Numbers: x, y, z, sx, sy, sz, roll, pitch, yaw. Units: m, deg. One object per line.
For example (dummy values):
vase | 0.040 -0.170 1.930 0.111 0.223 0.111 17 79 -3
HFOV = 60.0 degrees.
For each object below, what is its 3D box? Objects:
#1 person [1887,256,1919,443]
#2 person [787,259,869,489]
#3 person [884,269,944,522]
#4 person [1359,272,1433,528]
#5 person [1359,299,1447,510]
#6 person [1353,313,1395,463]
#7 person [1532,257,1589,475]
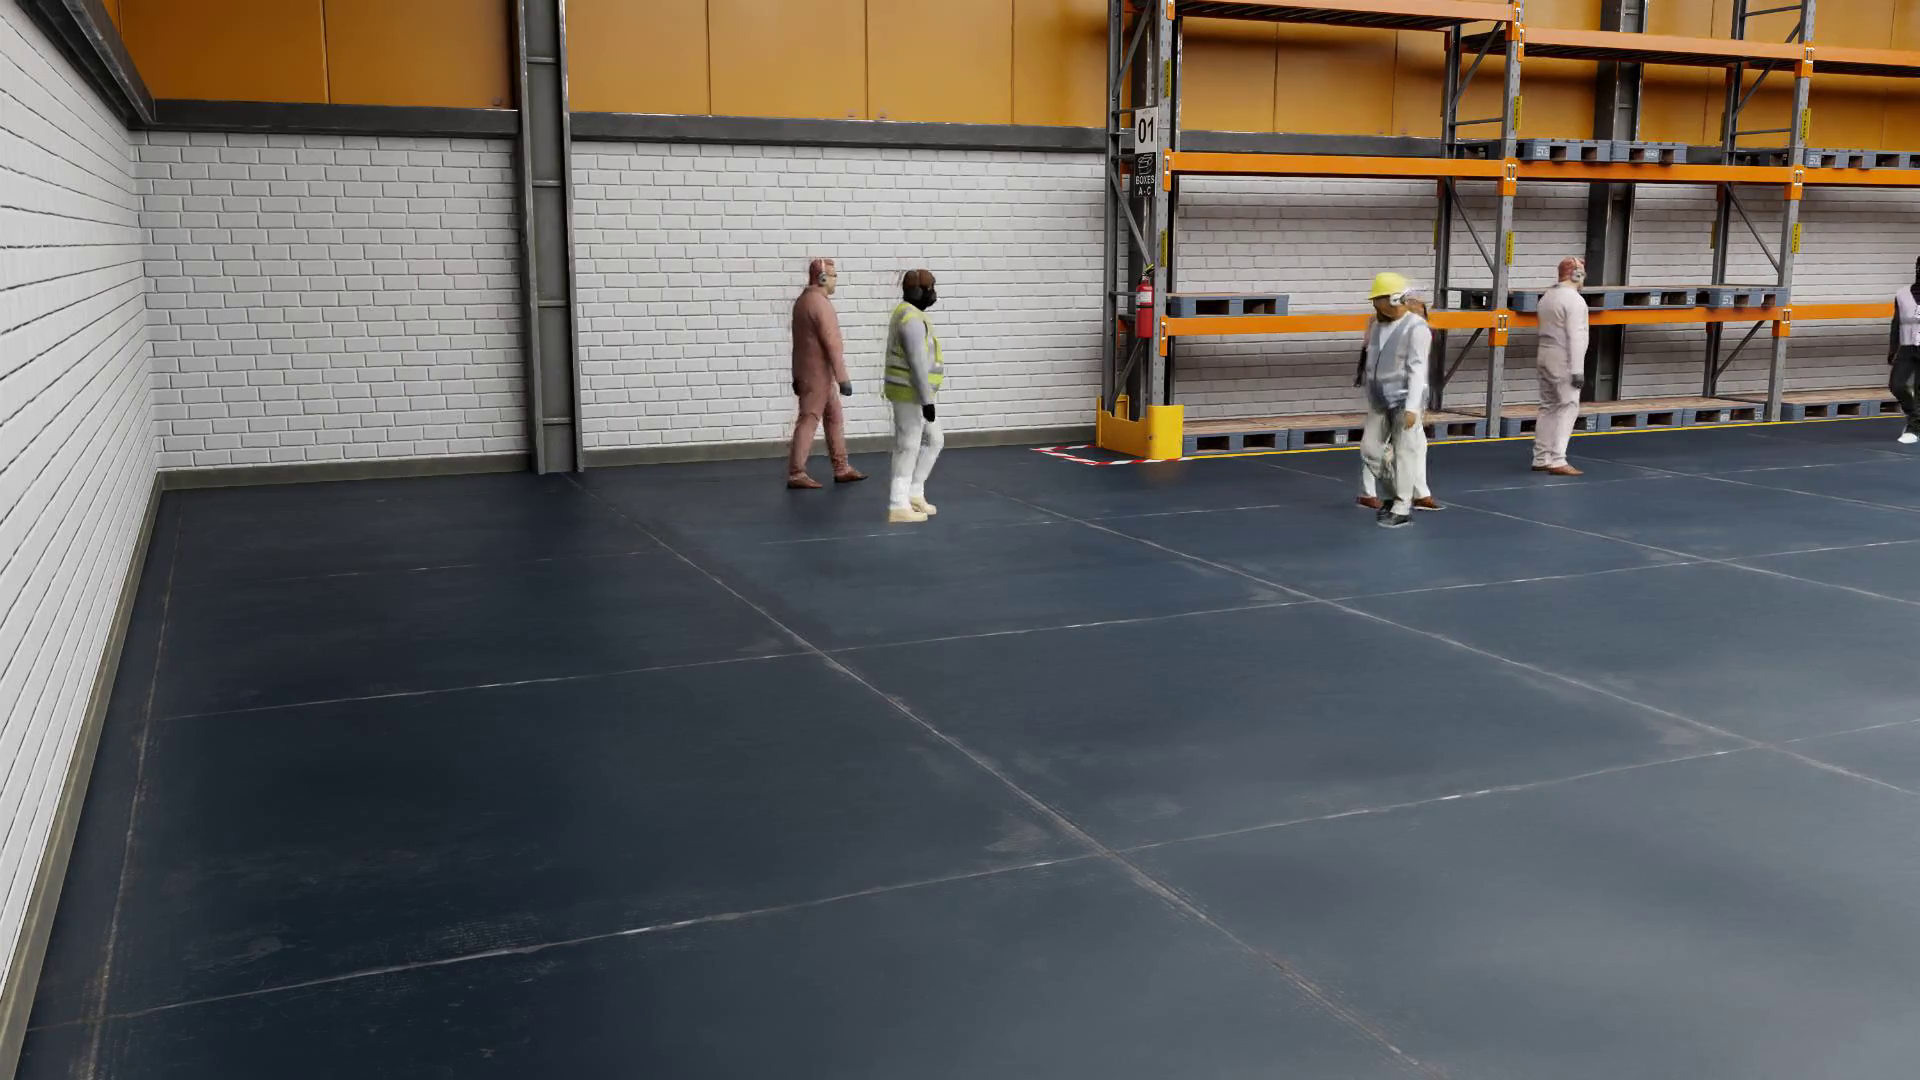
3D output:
person | 9.655 -1.922 16.741 0.452 1.903 0.618 -7 12 -34
person | -1.061 -1.354 13.661 0.864 1.874 0.641 -3 11 -17
person | -0.304 -1.030 12.014 0.530 1.828 0.644 -1 10 -3
person | 3.074 -0.984 11.775 0.423 1.810 0.609 -6 12 -29
person | 3.331 -0.990 12.403 0.752 1.594 0.506 10 14 43
person | 3.740 -1.458 14.779 0.415 1.685 0.542 -4 11 -20
person | 5.268 -1.509 14.523 0.397 1.888 0.665 -2 10 -9
